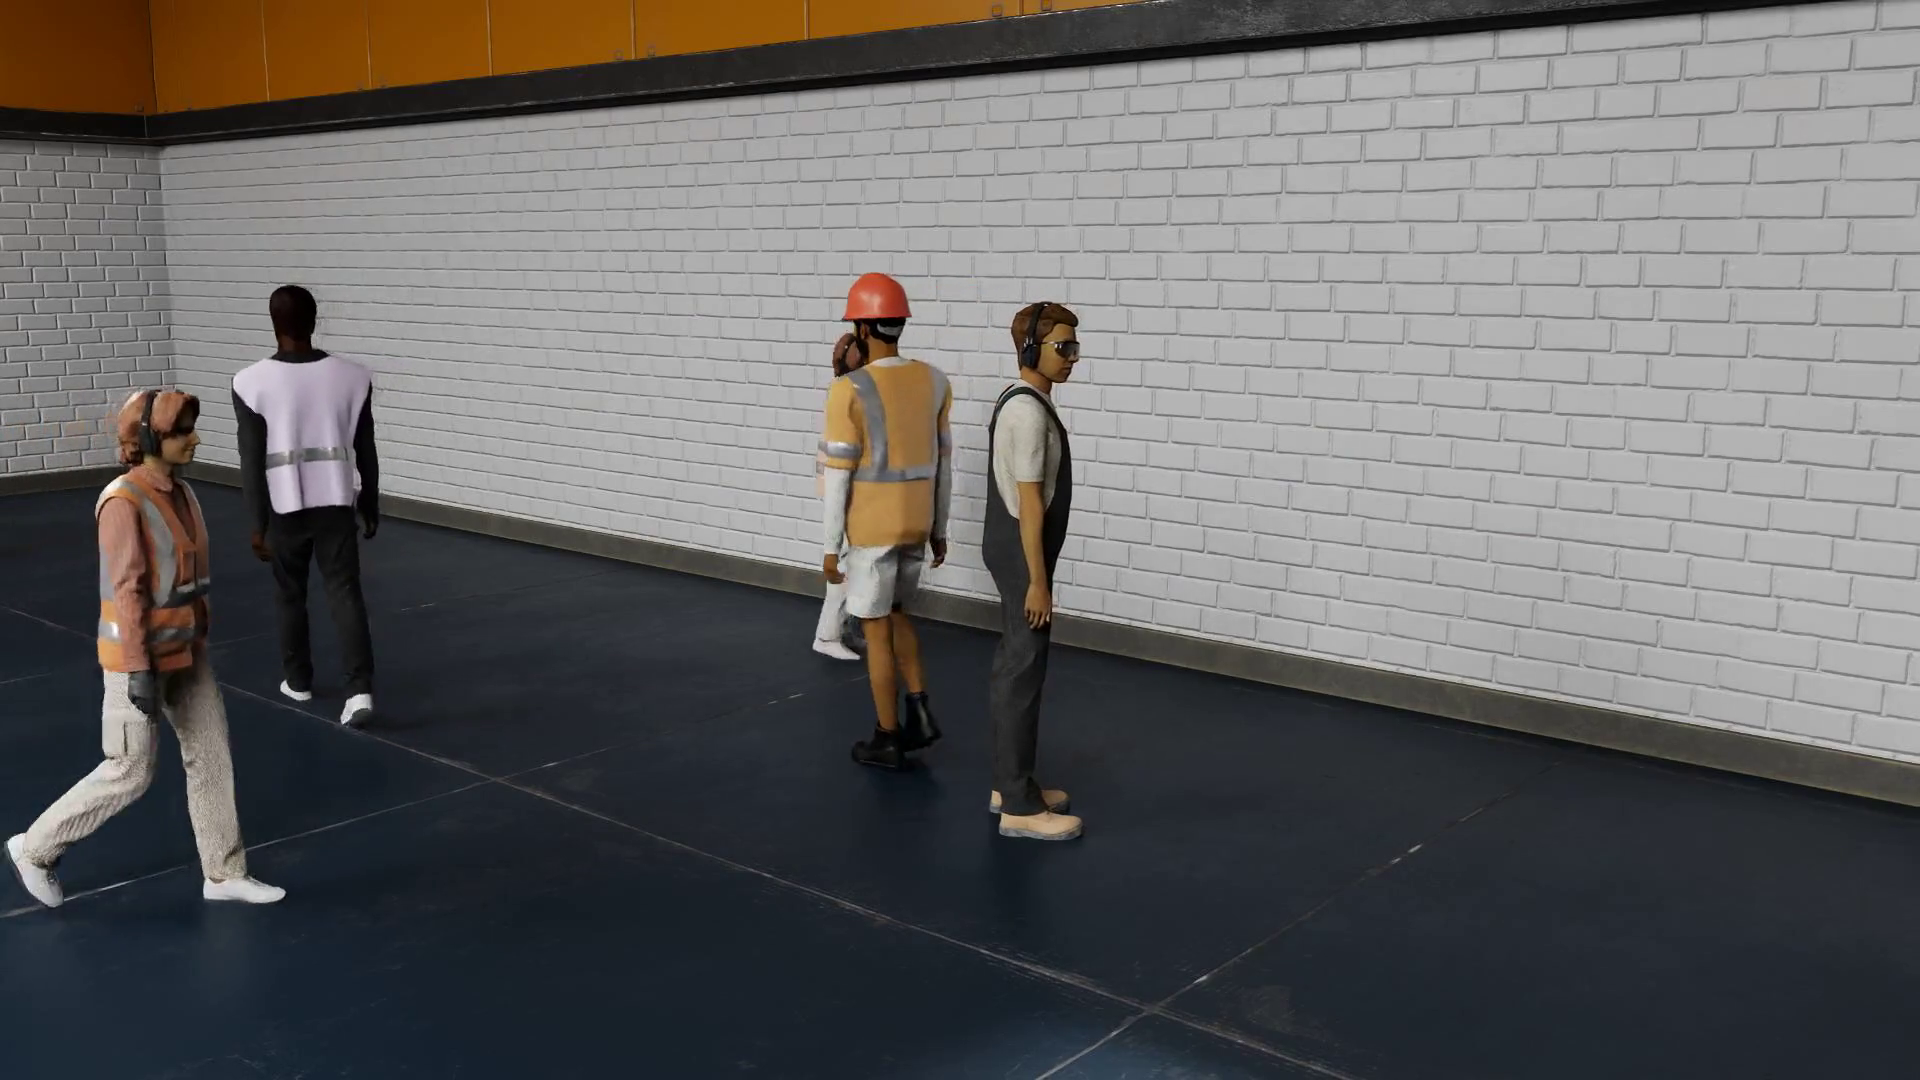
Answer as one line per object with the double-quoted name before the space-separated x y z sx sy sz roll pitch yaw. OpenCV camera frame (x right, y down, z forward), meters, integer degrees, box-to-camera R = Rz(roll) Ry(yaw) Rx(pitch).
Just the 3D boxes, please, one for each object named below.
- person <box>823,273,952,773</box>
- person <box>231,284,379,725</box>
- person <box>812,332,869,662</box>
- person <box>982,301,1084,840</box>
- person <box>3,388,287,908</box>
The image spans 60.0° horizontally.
"person" -0.300 -0.052 6.393 0.567 1.926 0.400 -9 13 -41
"person" -2.776 -0.154 7.153 0.600 1.881 0.997 -7 12 -34
"person" -0.578 -0.214 8.225 0.376 1.618 0.554 -2 10 -14
"person" 0.250 0.102 5.768 0.348 1.842 0.506 0 10 -2
"person" -2.489 0.349 4.992 0.716 1.613 0.511 0 10 0
